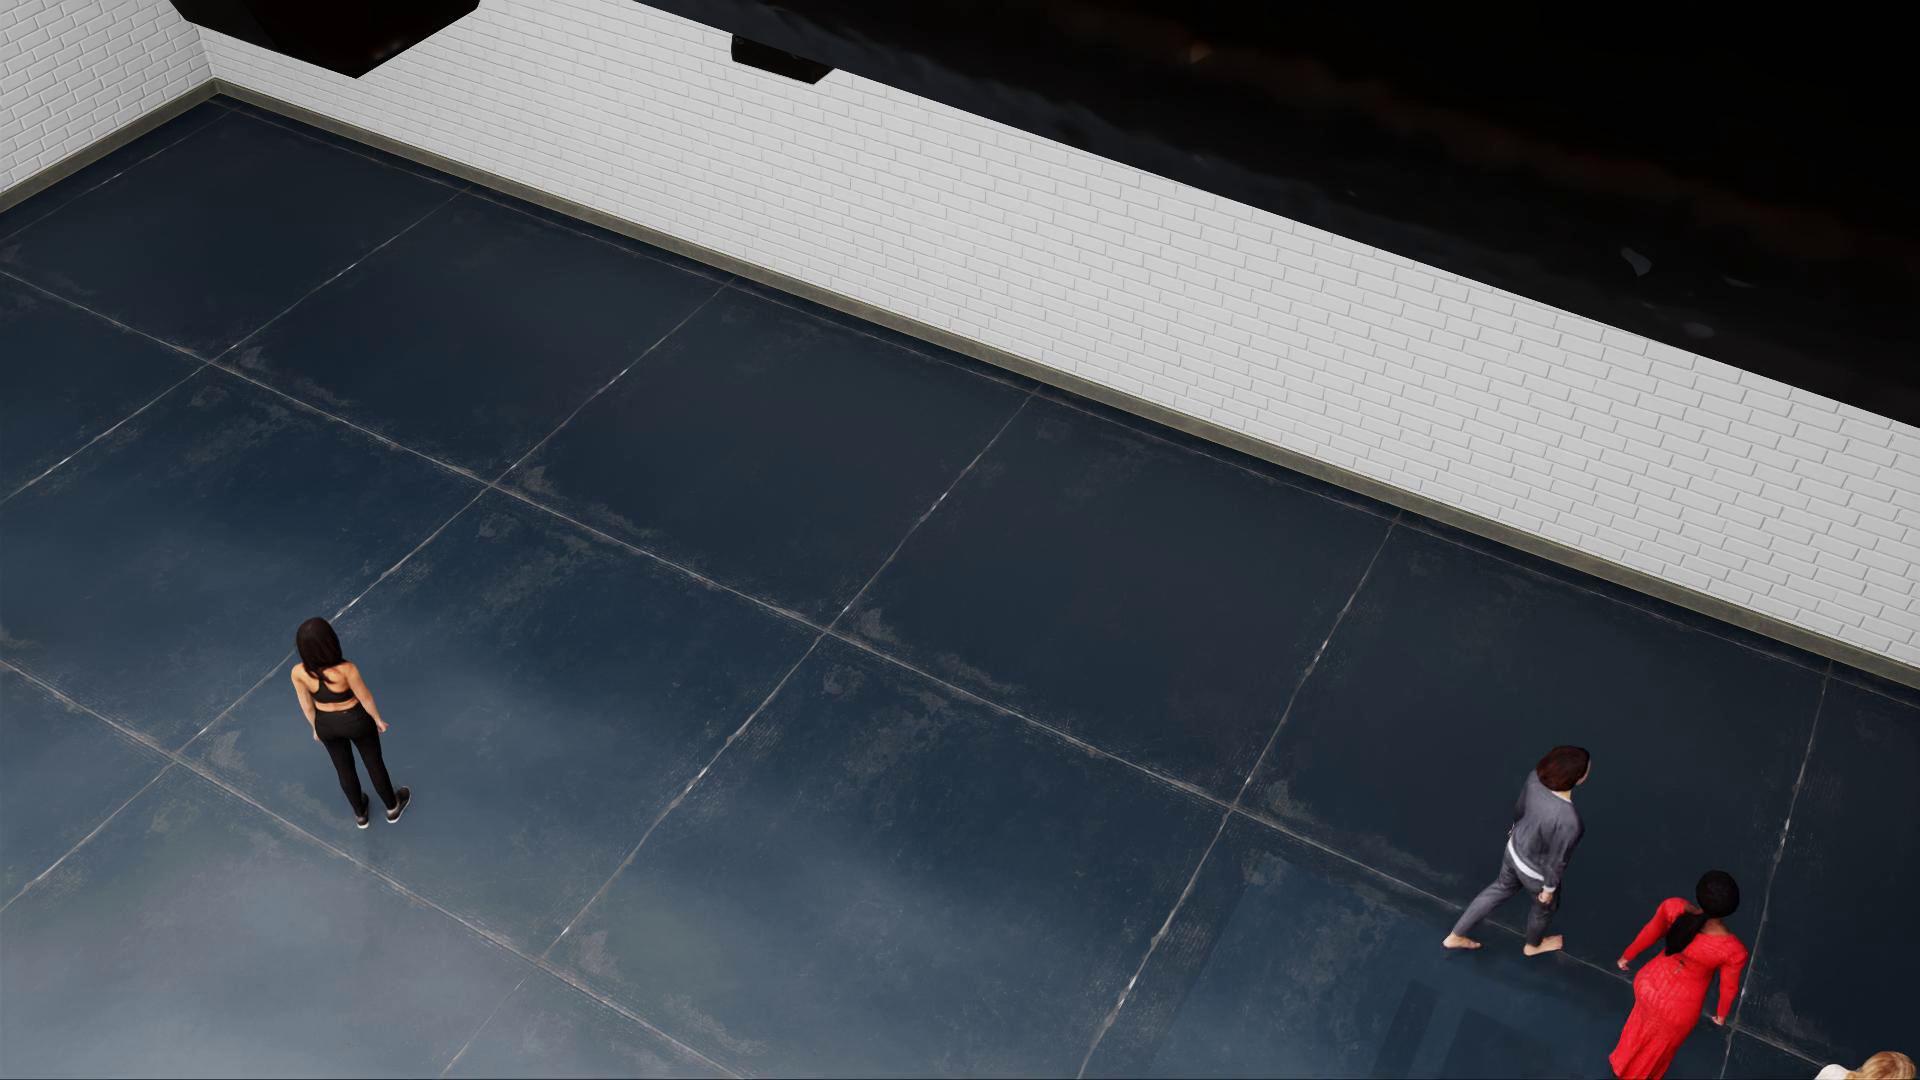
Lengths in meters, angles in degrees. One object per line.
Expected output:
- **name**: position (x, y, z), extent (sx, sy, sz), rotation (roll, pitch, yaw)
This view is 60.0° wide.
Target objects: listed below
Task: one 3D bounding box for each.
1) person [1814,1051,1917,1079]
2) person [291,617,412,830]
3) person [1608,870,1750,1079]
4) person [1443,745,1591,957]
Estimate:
- **person**: position (3.965, 2.888, 7.681), extent (0.700, 1.806, 0.676), rotation (-18, 46, -18)
- **person**: position (-3.591, 1.080, 9.698), extent (0.644, 1.642, 0.678), rotation (-5, 44, -6)
- **person**: position (3.472, 2.316, 8.317), extent (0.908, 1.767, 0.857), rotation (-22, 48, -21)
- **person**: position (3.026, 1.724, 8.942), extent (1.043, 1.752, 0.971), rotation (-13, 45, -13)
